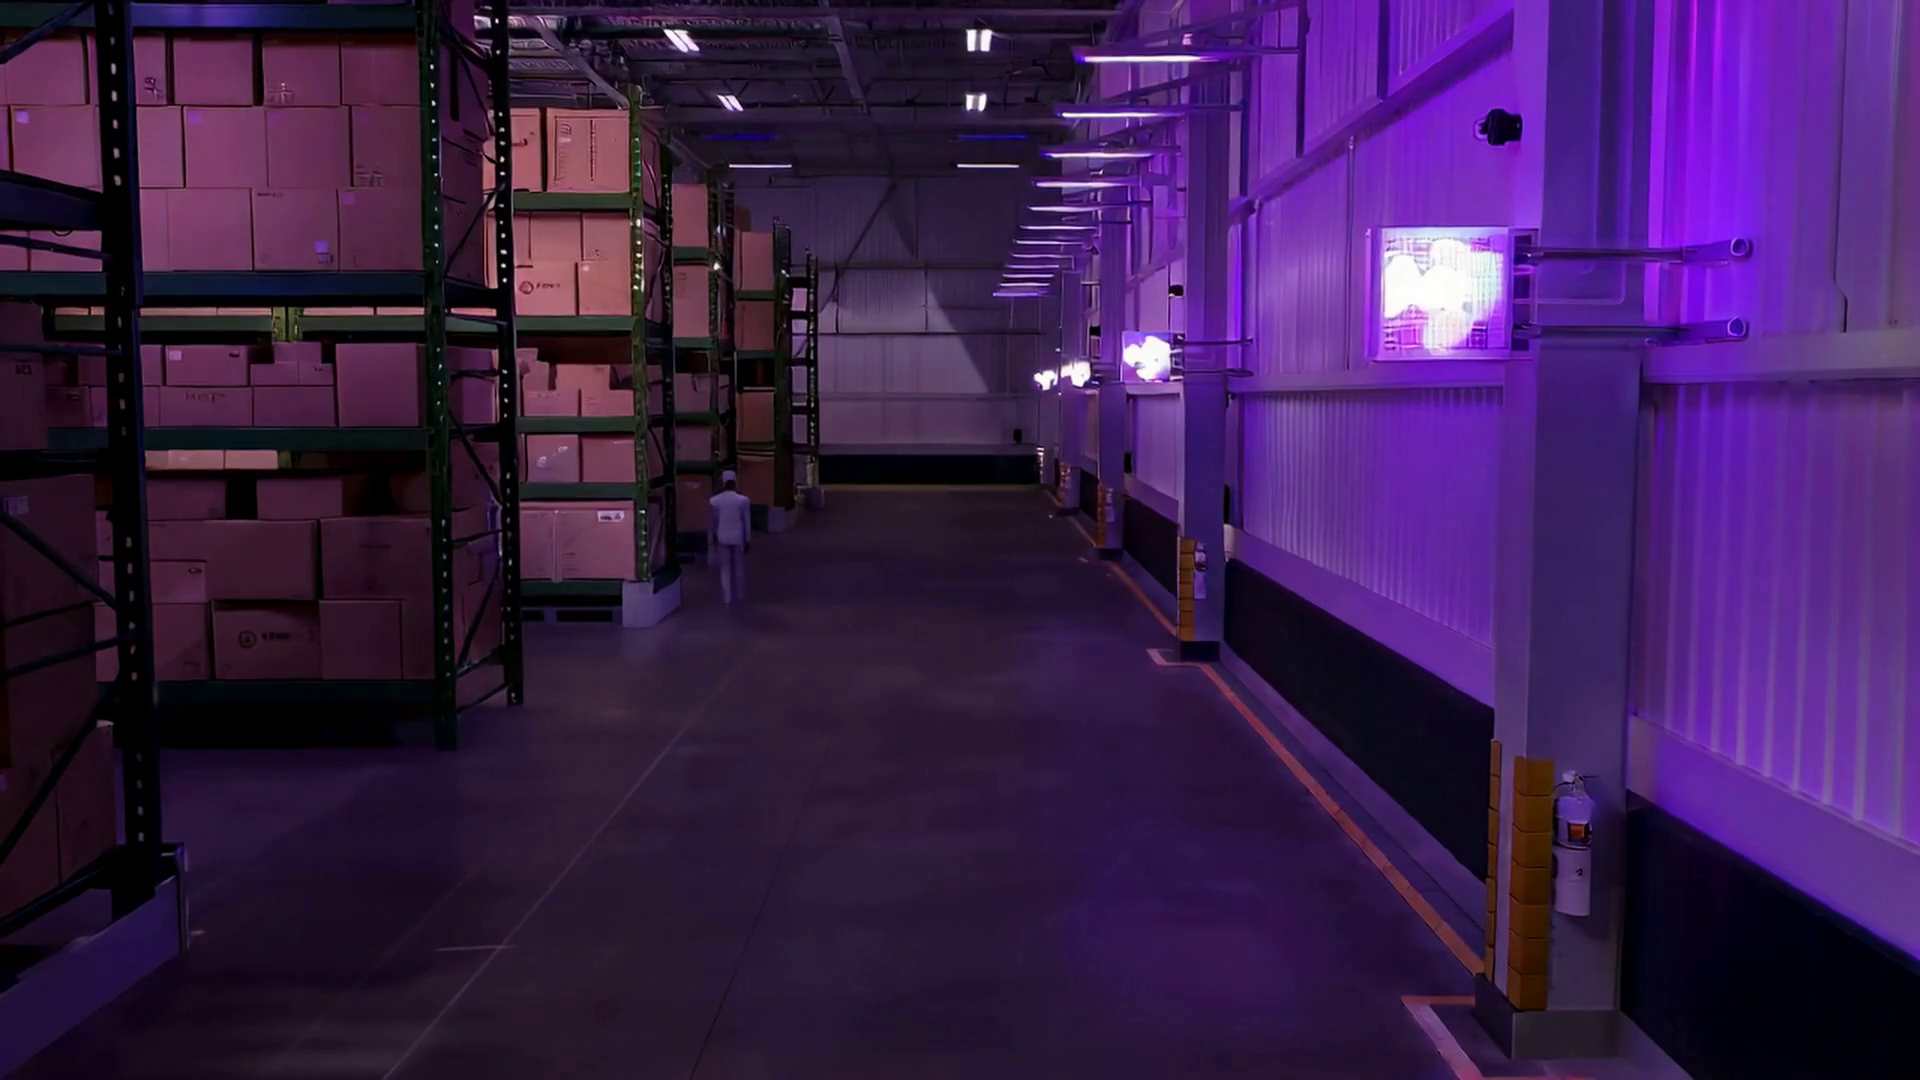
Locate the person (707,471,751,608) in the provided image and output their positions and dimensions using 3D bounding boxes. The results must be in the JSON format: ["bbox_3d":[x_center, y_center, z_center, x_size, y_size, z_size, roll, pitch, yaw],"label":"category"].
[{"bbox_3d":[-2.903,-0.017,20.946,0.547,1.695,0.878,-1,5,-7],"label":"person"}]

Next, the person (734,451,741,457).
[{"bbox_3d":[-5.179,-1.465,38.133,0.309,1.641,0.515,1,5,14],"label":"person"}]
